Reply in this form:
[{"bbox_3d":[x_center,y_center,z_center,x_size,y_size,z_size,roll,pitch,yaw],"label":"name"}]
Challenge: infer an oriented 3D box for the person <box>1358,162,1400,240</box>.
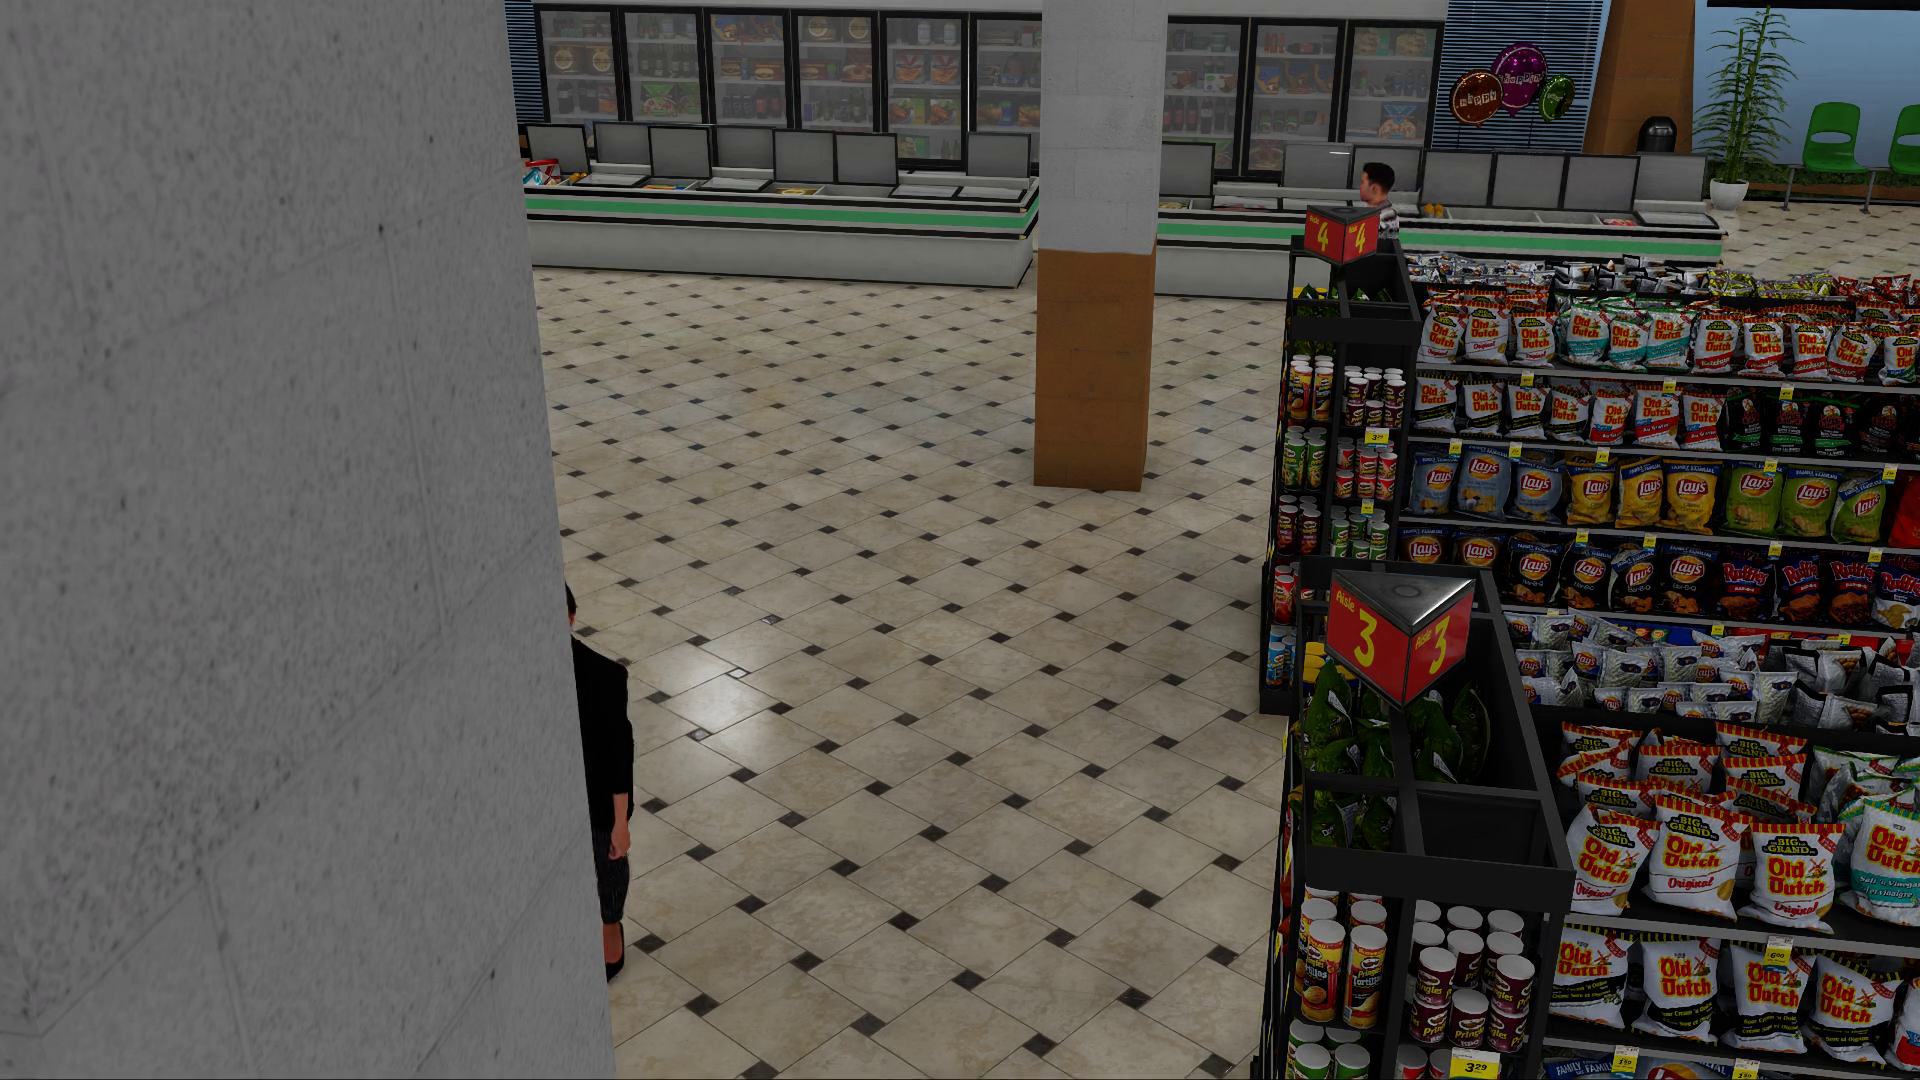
[{"bbox_3d":[2.900,-1.652,11.506,0.961,1.830,0.824,11,26,23],"label":"person"}]
